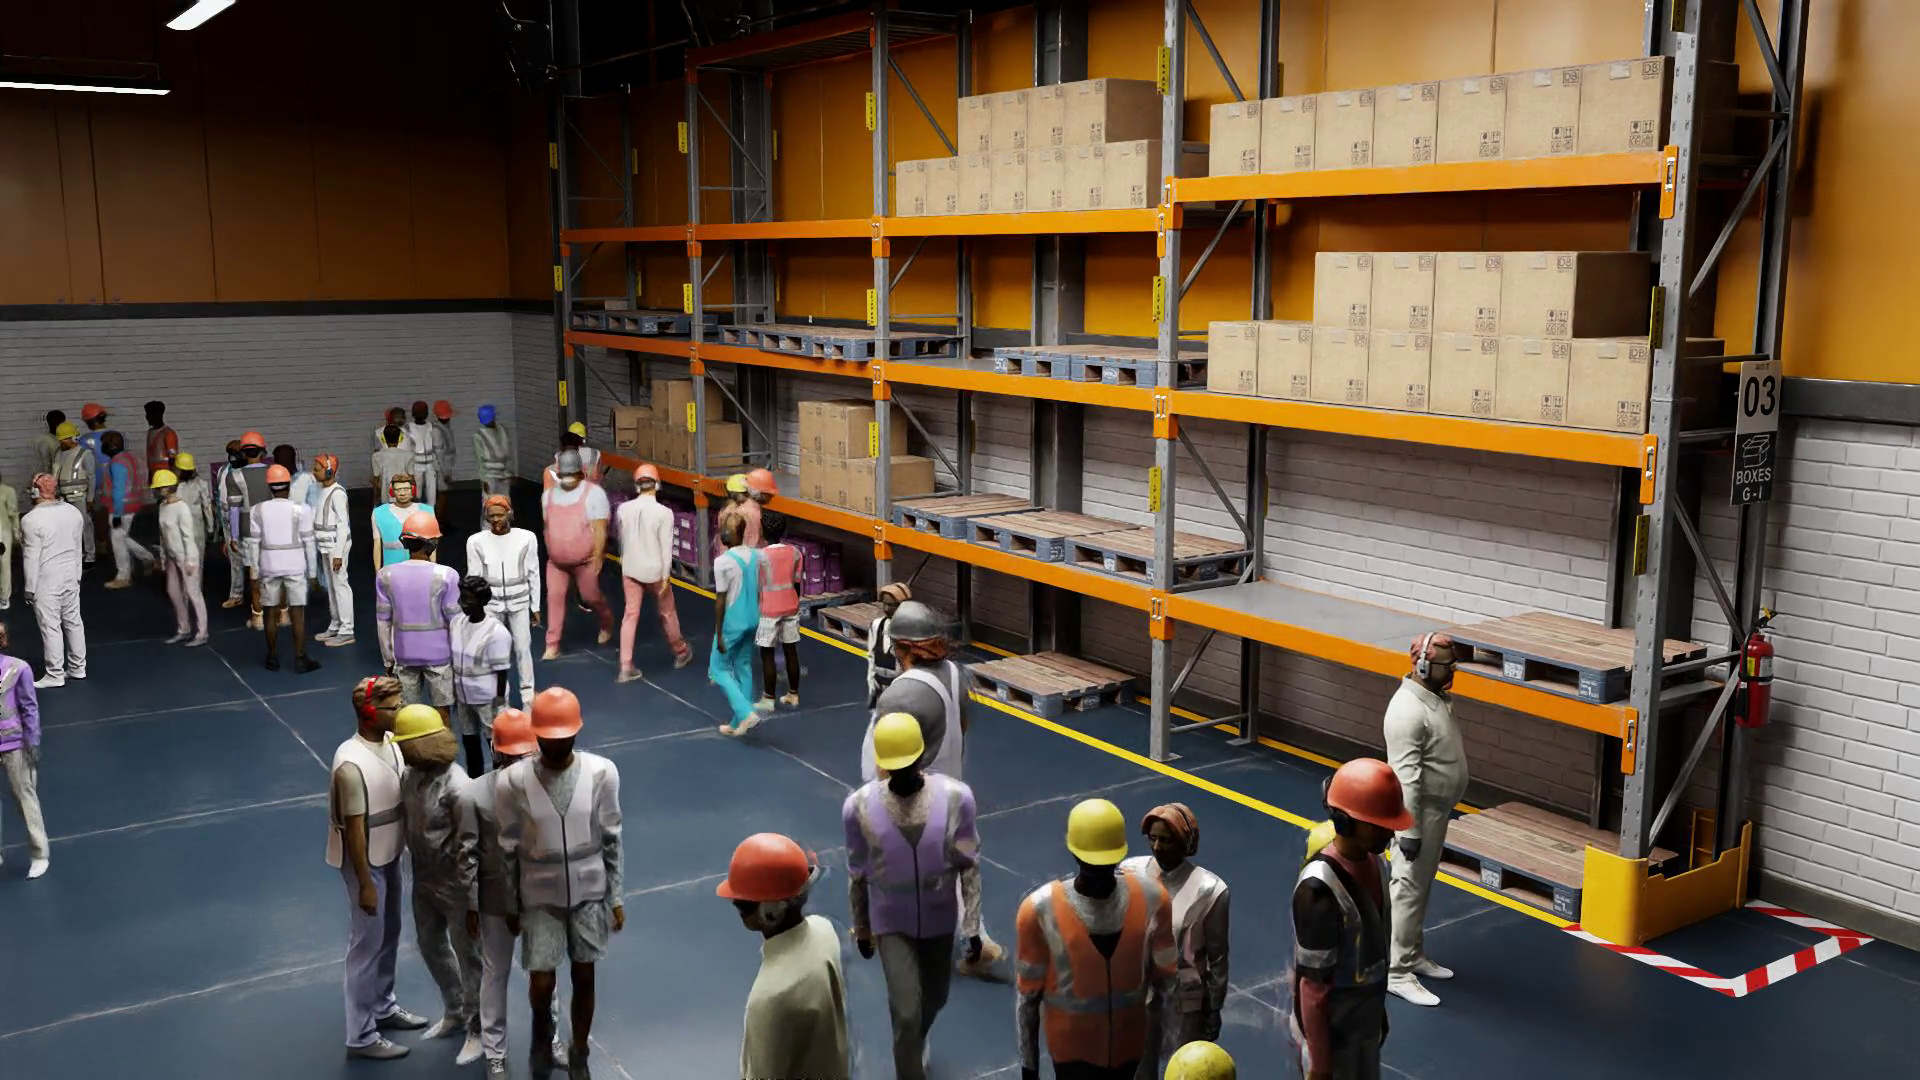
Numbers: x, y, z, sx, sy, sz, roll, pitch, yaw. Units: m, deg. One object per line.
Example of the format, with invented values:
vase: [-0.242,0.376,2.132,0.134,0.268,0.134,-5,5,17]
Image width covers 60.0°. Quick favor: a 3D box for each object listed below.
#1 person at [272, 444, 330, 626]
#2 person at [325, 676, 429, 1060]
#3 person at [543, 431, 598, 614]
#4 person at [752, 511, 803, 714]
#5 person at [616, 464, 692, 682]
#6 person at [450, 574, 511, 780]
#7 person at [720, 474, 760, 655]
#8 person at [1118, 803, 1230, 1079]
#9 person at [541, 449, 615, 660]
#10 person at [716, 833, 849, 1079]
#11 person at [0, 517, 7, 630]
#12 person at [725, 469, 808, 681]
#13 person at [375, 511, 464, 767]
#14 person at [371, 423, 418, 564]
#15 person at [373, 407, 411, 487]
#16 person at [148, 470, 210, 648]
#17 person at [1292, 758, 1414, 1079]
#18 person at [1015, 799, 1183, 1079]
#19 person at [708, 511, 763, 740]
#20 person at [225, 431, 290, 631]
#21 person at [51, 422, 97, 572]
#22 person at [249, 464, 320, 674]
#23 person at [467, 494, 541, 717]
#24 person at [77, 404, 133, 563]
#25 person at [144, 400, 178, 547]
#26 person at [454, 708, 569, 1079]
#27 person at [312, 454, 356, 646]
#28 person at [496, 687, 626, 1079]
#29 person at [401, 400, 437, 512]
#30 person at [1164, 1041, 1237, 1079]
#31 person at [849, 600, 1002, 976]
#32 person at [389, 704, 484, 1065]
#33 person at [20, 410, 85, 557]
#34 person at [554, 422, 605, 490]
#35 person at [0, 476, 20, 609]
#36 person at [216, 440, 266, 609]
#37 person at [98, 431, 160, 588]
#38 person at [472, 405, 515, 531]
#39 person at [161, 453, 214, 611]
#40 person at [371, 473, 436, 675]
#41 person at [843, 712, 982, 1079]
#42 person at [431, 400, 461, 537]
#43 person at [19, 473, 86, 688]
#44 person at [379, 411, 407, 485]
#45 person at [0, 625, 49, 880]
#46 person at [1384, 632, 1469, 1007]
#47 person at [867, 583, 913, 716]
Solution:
person: [-6.875,-0.089,17.436,0.635,1.881,0.870,5,11,27]
person: [-2.812,1.547,7.952,0.385,1.835,0.562,0,10,0]
person: [-4.130,-0.182,17.739,0.612,1.952,0.364,-6,11,-32]
person: [-1.538,0.600,13.926,0.536,1.693,0.319,-9,13,-43]
person: [-2.839,0.282,15.105,0.614,1.930,0.969,3,10,16]
person: [-3.226,1.060,11.208,0.551,1.696,0.318,6,11,32]
person: [-2.072,0.245,15.823,0.453,1.753,0.542,2,10,10]
person: [0.837,1.851,6.726,0.514,1.642,0.310,6,11,30]
person: [-3.657,0.086,15.914,0.695,2.000,0.850,2,10,9]
person: [-0.569,1.903,5.439,0.428,1.973,0.635,2,10,9]
person: [-9.967,0.014,16.801,0.351,1.882,0.581,7,12,37]
person: [-1.770,0.323,14.779,0.888,1.930,0.650,-3,10,-19]
person: [-3.748,0.808,11.667,0.614,2.041,0.389,1,10,5]
person: [-6.630,-0.437,19.531,0.506,1.861,0.328,-3,10,-18]
person: [-7.632,-0.917,22.516,0.581,1.804,0.938,-3,10,-18]
person: [-7.634,0.181,16.204,0.532,1.744,0.412,8,13,40]
person: [1.432,1.768,6.095,0.409,2.028,0.615,6,12,33]
person: [0.504,1.840,6.118,0.583,1.876,0.980,-3,10,-15]
person: [-1.731,0.681,13.025,0.442,1.830,0.517,8,12,38]
person: [-7.156,-0.096,16.987,0.608,2.040,0.394,-7,12,-36]
person: [-10.739,-0.525,20.138,0.587,1.823,0.403,3,10,16]
person: [-6.207,0.268,15.247,0.635,1.915,0.558,-2,10,-12]
person: [-3.743,0.551,13.689,0.581,1.877,0.368,-2,10,-12]
person: [-10.668,-0.717,20.786,1.077,1.979,0.664,9,14,44]
person: [-10.380,-0.849,21.643,0.603,1.954,0.381,7,12,37]
person: [-2.033,1.630,7.694,0.559,1.752,0.325,-6,12,-33]
person: [-6.163,0.095,16.324,0.355,1.883,0.574,-7,12,-36]
person: [-1.778,1.585,7.468,0.541,1.924,0.421,-4,10,-20]
person: [-7.327,-0.974,22.645,0.584,1.869,0.475,-7,12,-37]
person: [0.631,2.181,4.488,0.486,1.744,0.294,4,10,21]
person: [-0.182,1.287,8.864,0.980,2.000,0.686,5,11,26]
person: [-2.437,1.614,7.877,0.540,1.734,0.375,6,11,32]
person: [-11.454,-0.696,20.955,0.644,1.896,0.599,-1,10,-5]
person: [-4.566,-0.504,19.984,0.589,1.835,0.404,-2,10,-14]
person: [-10.510,-0.073,18.097,0.514,1.616,0.608,-4,11,-23]
person: [-7.757,-0.167,17.980,0.619,1.845,0.430,2,10,12]
person: [-9.606,-0.353,19.136,0.530,1.820,0.636,-4,10,-20]
person: [-6.067,-0.840,21.803,0.391,1.896,0.710,5,11,28]
person: [-8.294,-0.085,17.903,0.490,1.697,0.859,-6,11,-30]
person: [-5.072,0.299,15.230,0.562,1.847,0.390,-5,11,-27]
person: [-0.221,1.626,7.336,0.594,1.887,0.872,-2,10,-11]
person: [-7.025,-0.983,22.688,0.365,1.883,0.659,-1,10,-5]
person: [-8.053,0.355,14.729,0.407,1.908,0.641,2,10,12]
person: [-7.780,-0.959,22.958,0.575,1.724,0.575,0,10,-1]
person: [-5.889,1.271,10.175,0.532,1.630,0.335,0,10,-1]
person: [2.395,1.407,8.554,0.408,1.905,0.653,5,11,27]
person: [-0.405,1.090,11.233,0.511,1.632,0.315,9,13,43]
